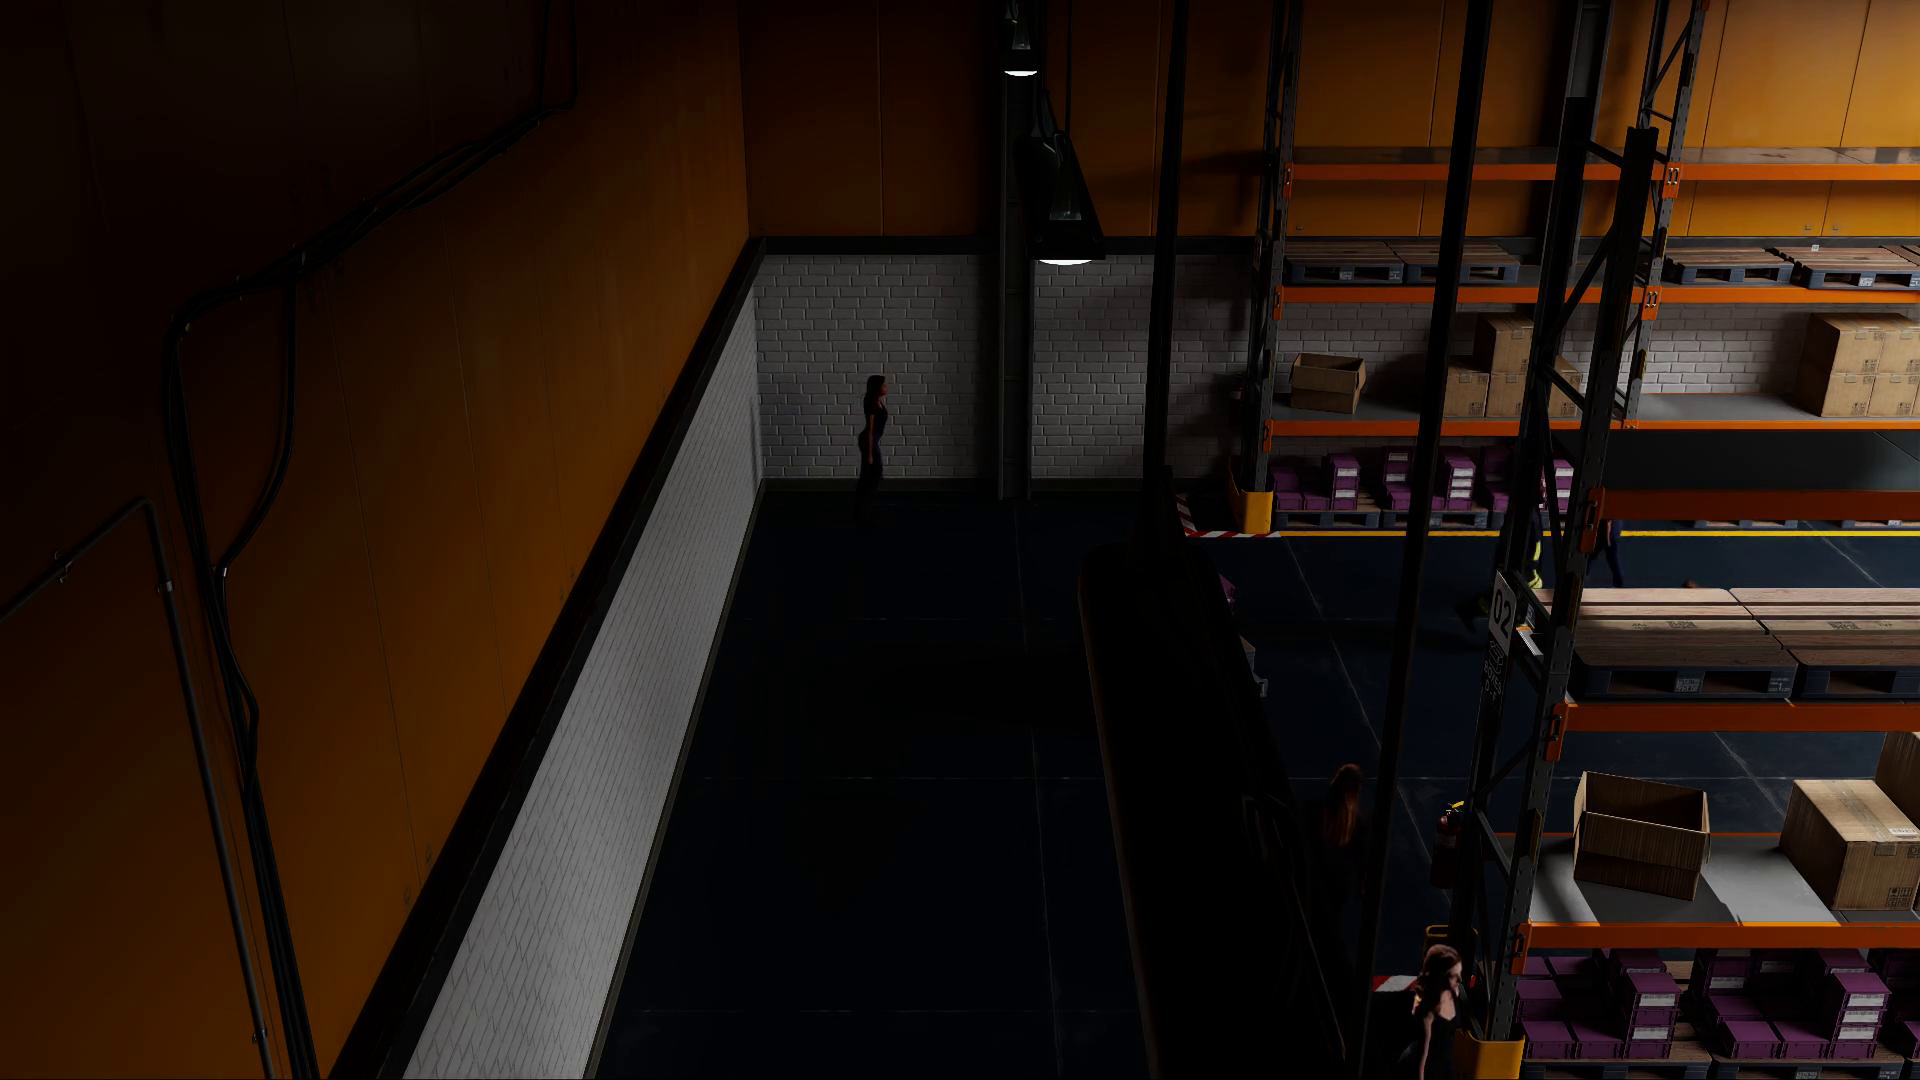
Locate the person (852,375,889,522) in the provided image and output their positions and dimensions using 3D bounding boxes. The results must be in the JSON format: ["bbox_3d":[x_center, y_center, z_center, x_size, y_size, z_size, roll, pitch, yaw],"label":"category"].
[{"bbox_3d":[-1.038,-1.018,18.667,0.641,1.711,0.563,0,24,0],"label":"person"}]

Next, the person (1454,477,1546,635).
[{"bbox_3d":[5.207,0.187,15.797,1.192,1.802,0.945,8,25,17],"label":"person"}]

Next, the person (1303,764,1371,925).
[{"bbox_3d":[2.453,2.298,11.109,0.916,1.689,0.907,6,24,14],"label":"person"}]

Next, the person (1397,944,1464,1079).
[{"bbox_3d":[2.576,2.986,9.481,0.844,1.732,0.785,21,31,40],"label":"person"}]
